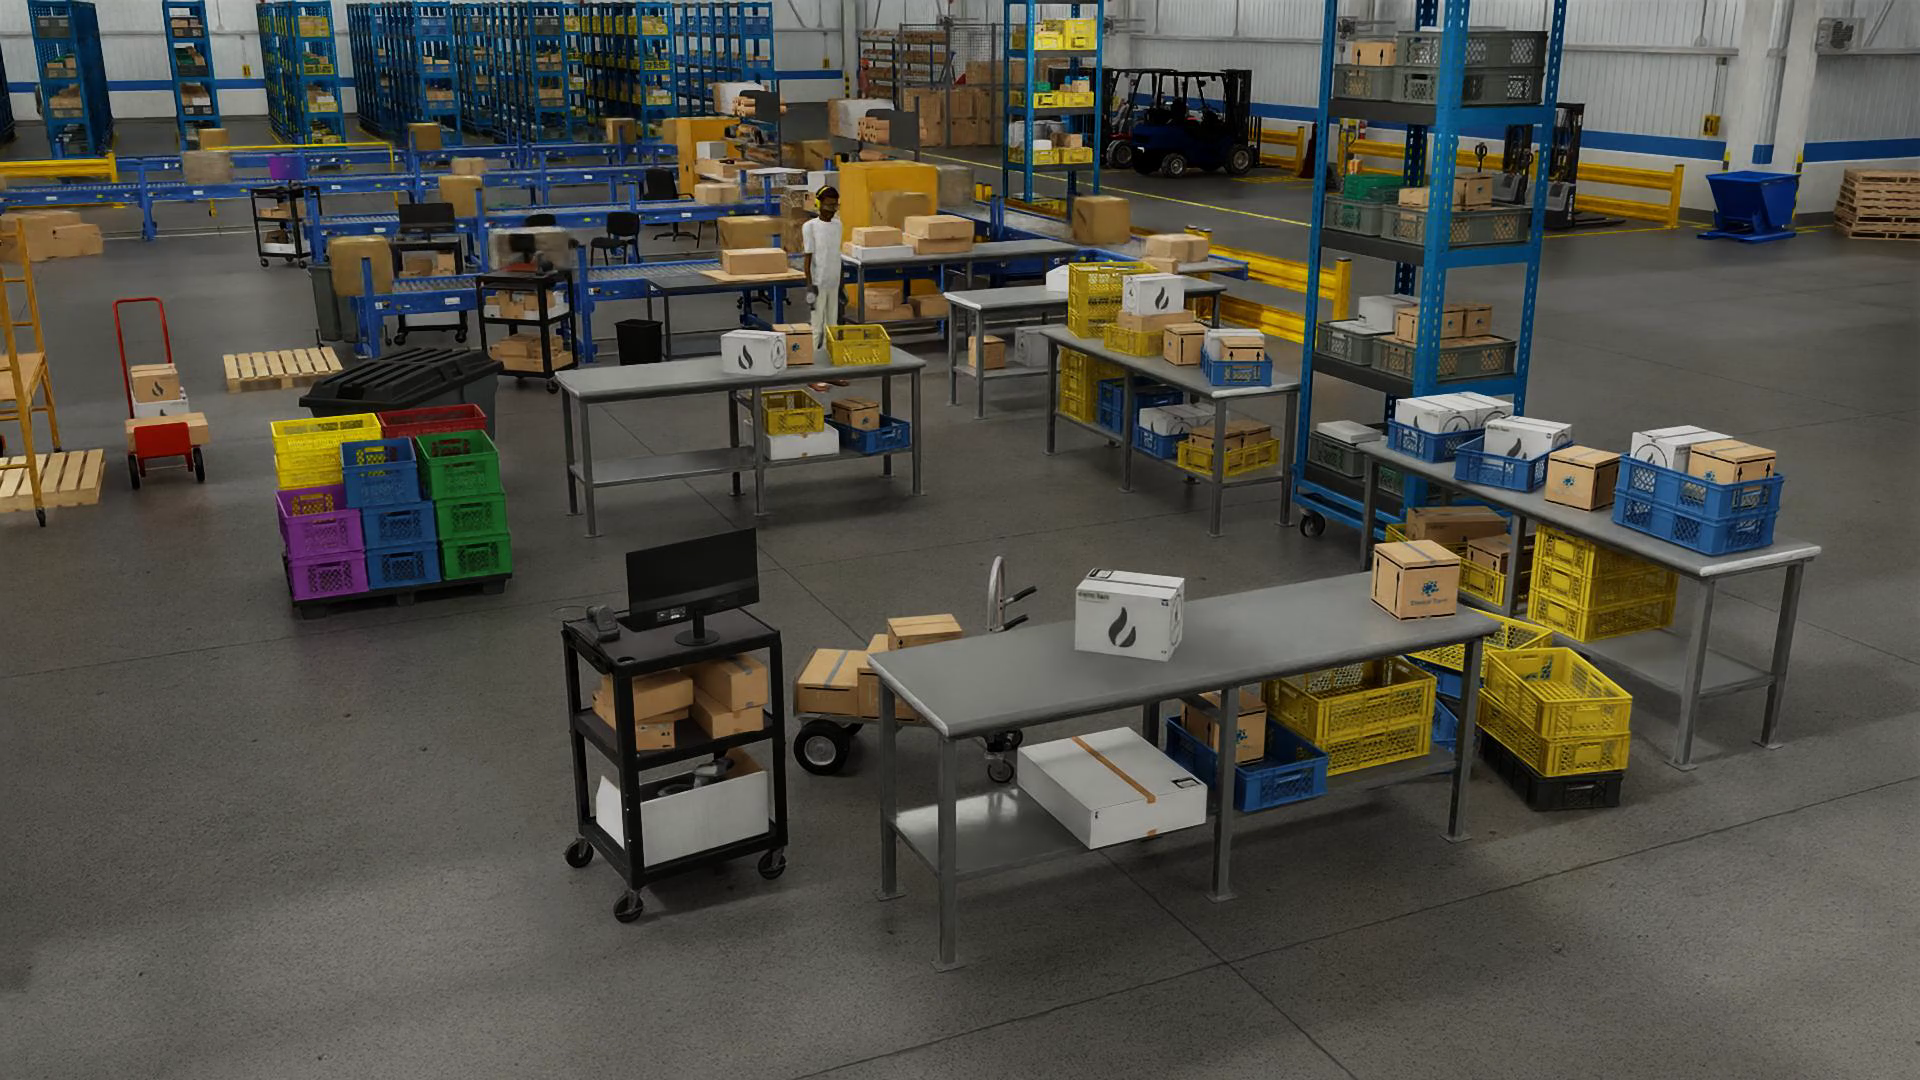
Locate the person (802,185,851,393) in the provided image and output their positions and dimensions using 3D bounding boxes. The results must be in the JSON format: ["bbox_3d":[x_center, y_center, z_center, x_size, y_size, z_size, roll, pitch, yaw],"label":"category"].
[{"bbox_3d":[-1.222,-2.300,15.234,0.328,1.865,0.517,13,22,36],"label":"person"}]

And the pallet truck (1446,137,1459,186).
[{"bbox_3d":[9.184,-6.485,29.328,1.630,1.274,0.653,-8,19,-23],"label":"pallet truck"}]

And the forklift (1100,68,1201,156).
[{"bbox_3d":[4.082,-9.564,37.410,2.680,1.987,1.157,-8,19,-23],"label":"forklift"}]

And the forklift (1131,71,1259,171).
[{"bbox_3d":[4.998,-8.936,35.413,2.680,1.987,1.157,-9,20,-25],"label":"forklift"}]

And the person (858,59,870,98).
[{"bbox_3d":[-2.904,-13.603,50.624,0.377,1.995,0.608,-5,18,-16],"label":"person"}]

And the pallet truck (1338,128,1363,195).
[{"bbox_3d":[7.845,-7.140,31.411,1.522,1.261,0.704,-9,20,-25],"label":"pallet truck"}]

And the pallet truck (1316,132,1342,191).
[{"bbox_3d":[7.723,-7.504,32.656,1.601,1.201,0.680,-8,19,-23],"label":"pallet truck"}]

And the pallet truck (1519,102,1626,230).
[{"bbox_3d":[9.972,-6.037,26.785,1.885,1.965,0.823,-9,20,-25],"label":"pallet truck"}]

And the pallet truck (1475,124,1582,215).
[{"bbox_3d":[9.707,-6.455,28.103,1.885,1.965,0.823,-7,19,-20],"label":"pallet truck"}]

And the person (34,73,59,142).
[{"bbox_3d":[-24.467,-11.617,44.653,0.615,1.816,0.530,-8,19,-23],"label":"person"}]
